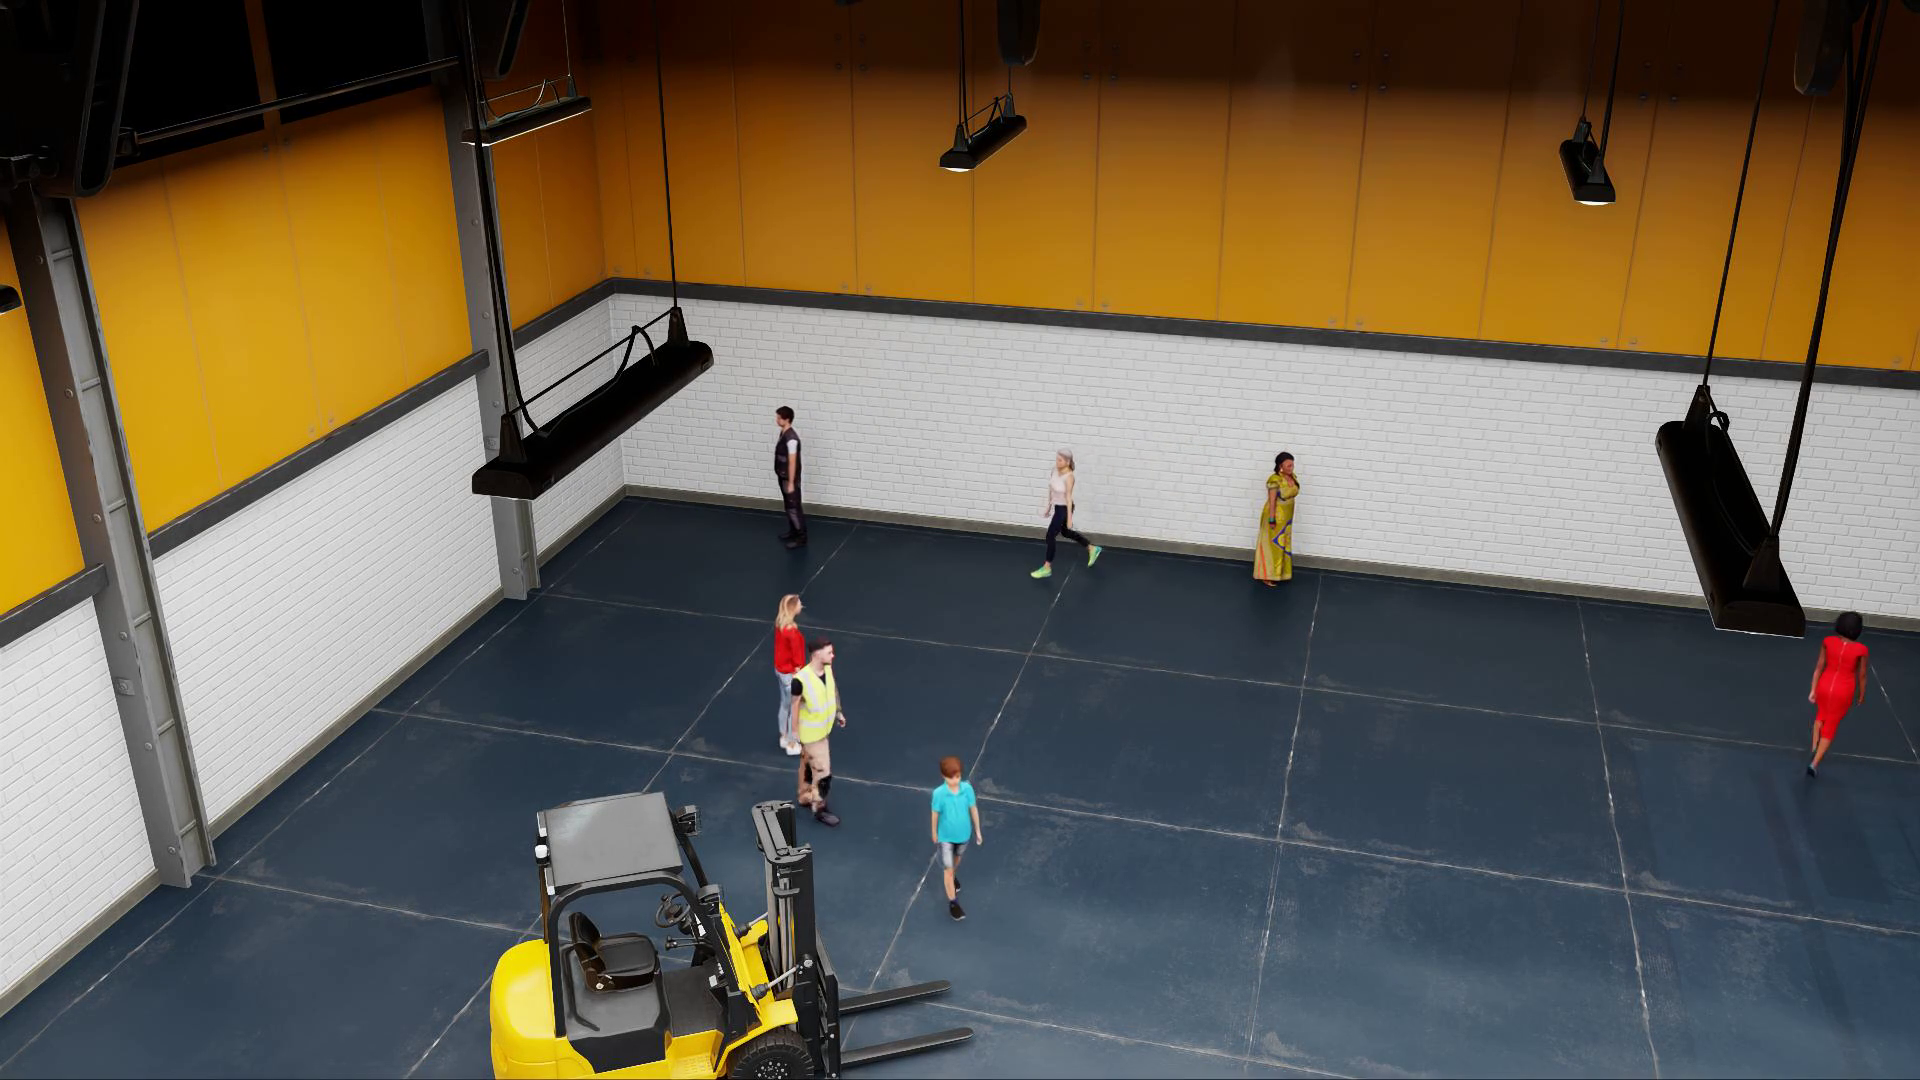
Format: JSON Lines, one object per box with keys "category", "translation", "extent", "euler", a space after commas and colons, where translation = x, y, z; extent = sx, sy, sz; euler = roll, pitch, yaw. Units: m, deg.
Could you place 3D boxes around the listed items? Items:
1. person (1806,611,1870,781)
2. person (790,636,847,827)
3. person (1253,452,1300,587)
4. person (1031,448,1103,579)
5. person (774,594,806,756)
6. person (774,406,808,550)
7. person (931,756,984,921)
{"category": "person", "translation": [8.292, 1.513, 15.821], "extent": [0.904, 1.725, 0.796], "euler": [-20, 31, -38]}
{"category": "person", "translation": [-1.393, 1.697, 15.293], "extent": [0.863, 1.813, 0.871], "euler": [12, 26, 26]}
{"category": "person", "translation": [3.836, -0.284, 20.014], "extent": [1.050, 1.660, 0.924], "euler": [20, 30, 38]}
{"category": "person", "translation": [1.328, -0.336, 20.122], "extent": [1.074, 1.668, 1.175], "euler": [-6, 24, -13]}
{"category": "person", "translation": [-1.681, 1.309, 16.318], "extent": [0.741, 1.702, 0.683], "euler": [-14, 27, -29]}
{"category": "person", "translation": [-2.132, -0.810, 20.987], "extent": [0.800, 1.844, 0.704], "euler": [-8, 25, -17]}
{"category": "person", "translation": [-0.067, 2.435, 14.106], "extent": [0.886, 1.410, 1.017], "euler": [-9, 25, -20]}
